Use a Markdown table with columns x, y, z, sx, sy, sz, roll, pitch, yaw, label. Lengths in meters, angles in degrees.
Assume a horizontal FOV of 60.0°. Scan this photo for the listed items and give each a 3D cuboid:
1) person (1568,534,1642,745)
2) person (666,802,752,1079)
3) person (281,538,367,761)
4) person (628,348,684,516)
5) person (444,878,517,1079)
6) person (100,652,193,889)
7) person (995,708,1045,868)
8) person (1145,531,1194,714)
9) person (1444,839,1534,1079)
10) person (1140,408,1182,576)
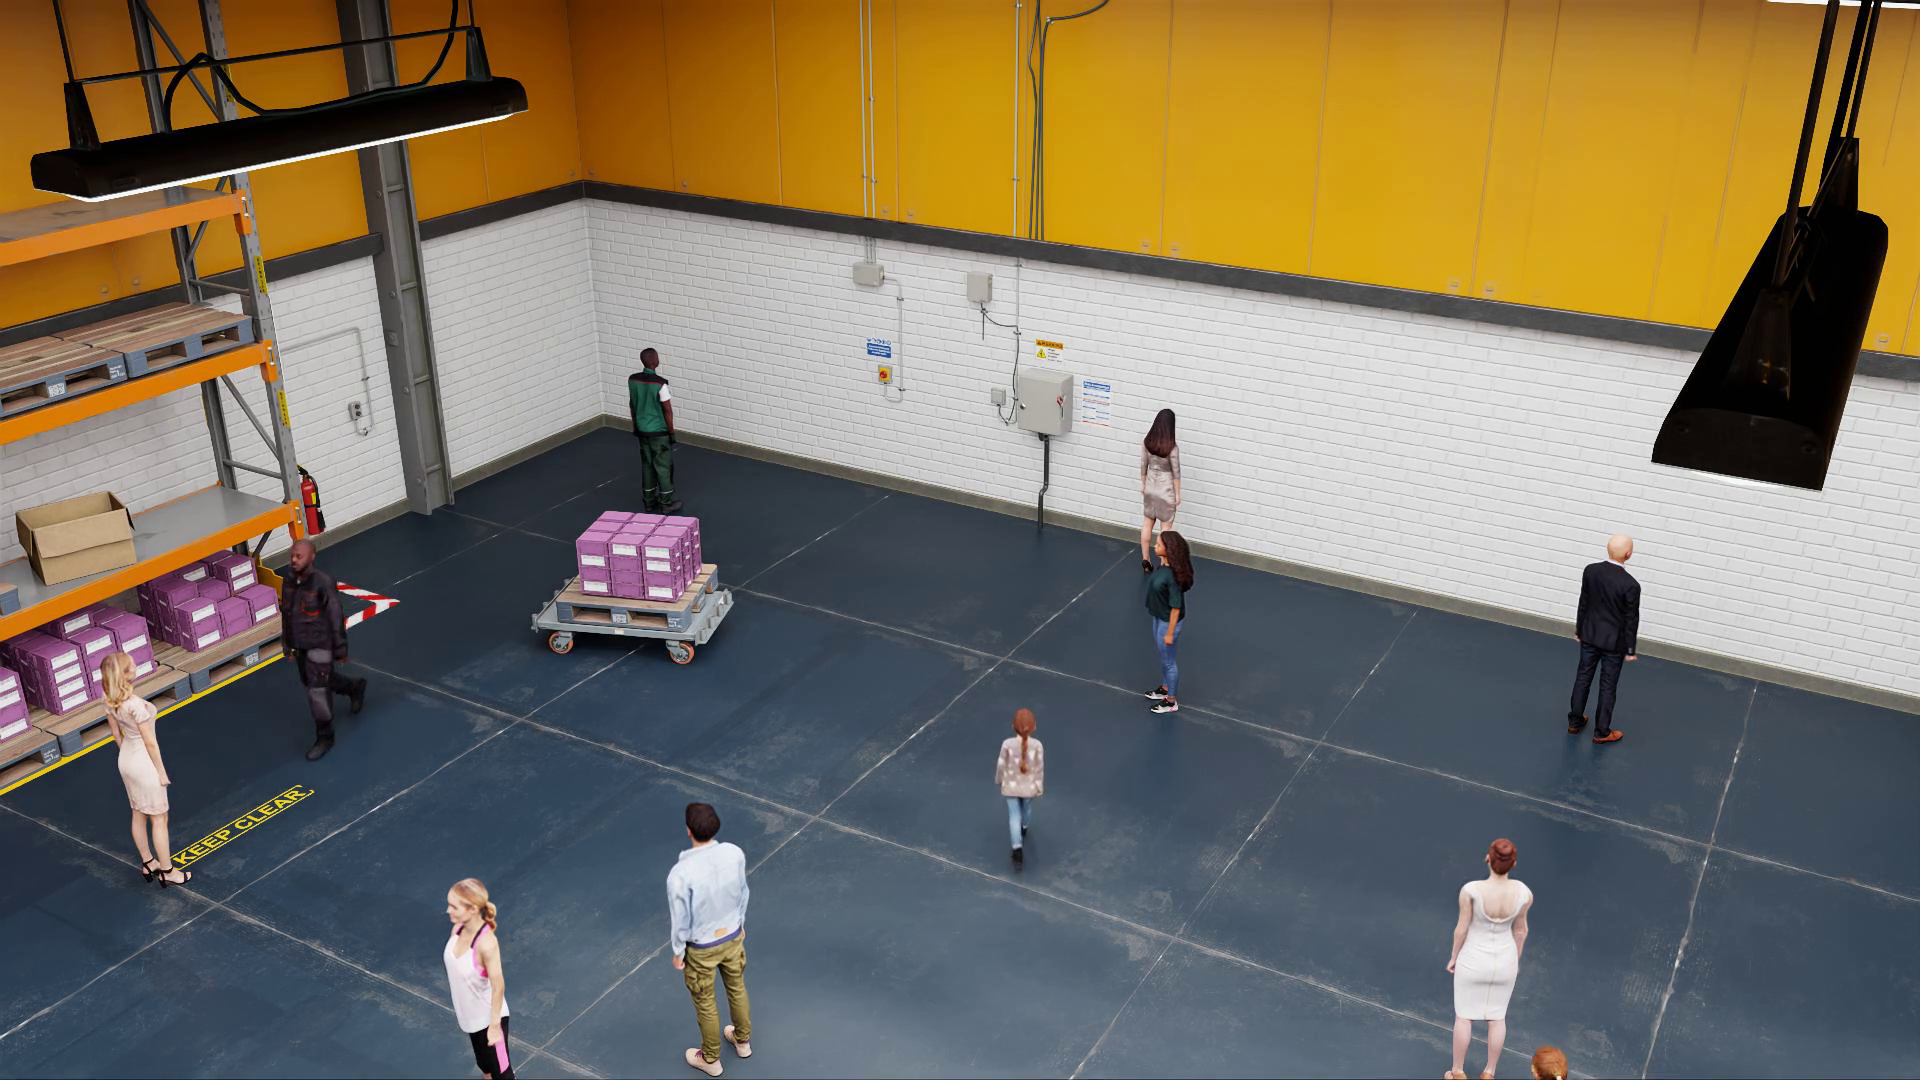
| x | y | z | sx | sy | sz | roll | pitch | yaw | label |
| --- | --- | --- | --- | --- | --- | --- | --- | --- | --- |
| 5.208 | 0.785 | 13.436 | 0.717 | 1.800 | 0.749 | -18 | 29 | -35 | person |
| -1.467 | 2.352 | 9.839 | 0.625 | 1.811 | 0.800 | -19 | 30 | -37 | person |
| -5.144 | 0.789 | 13.430 | 0.758 | 1.798 | 1.128 | 9 | 25 | 20 | person |
| -3.292 | -1.180 | 17.883 | 0.694 | 1.839 | 0.600 | 11 | 26 | 24 | person |
| -2.631 | 2.629 | 9.234 | 0.631 | 1.788 | 0.665 | -19 | 30 | -37 | person |
| -5.694 | 1.604 | 11.549 | 0.559 | 1.811 | 0.482 | 13 | 27 | 27 | person |
| 0.429 | 1.788 | 11.928 | 0.749 | 1.171 | 0.883 | -1 | 24 | -3 | person |
| 1.740 | 0.674 | 13.922 | 0.769 | 1.616 | 0.685 | -1 | 24 | -1 | person |
| 3.035 | 2.466 | 9.600 | 0.635 | 1.793 | 0.616 | 2 | 24 | 4 | person |
| 1.968 | -0.462 | 16.357 | 0.635 | 1.745 | 0.556 | 18 | 30 | 36 | person |
